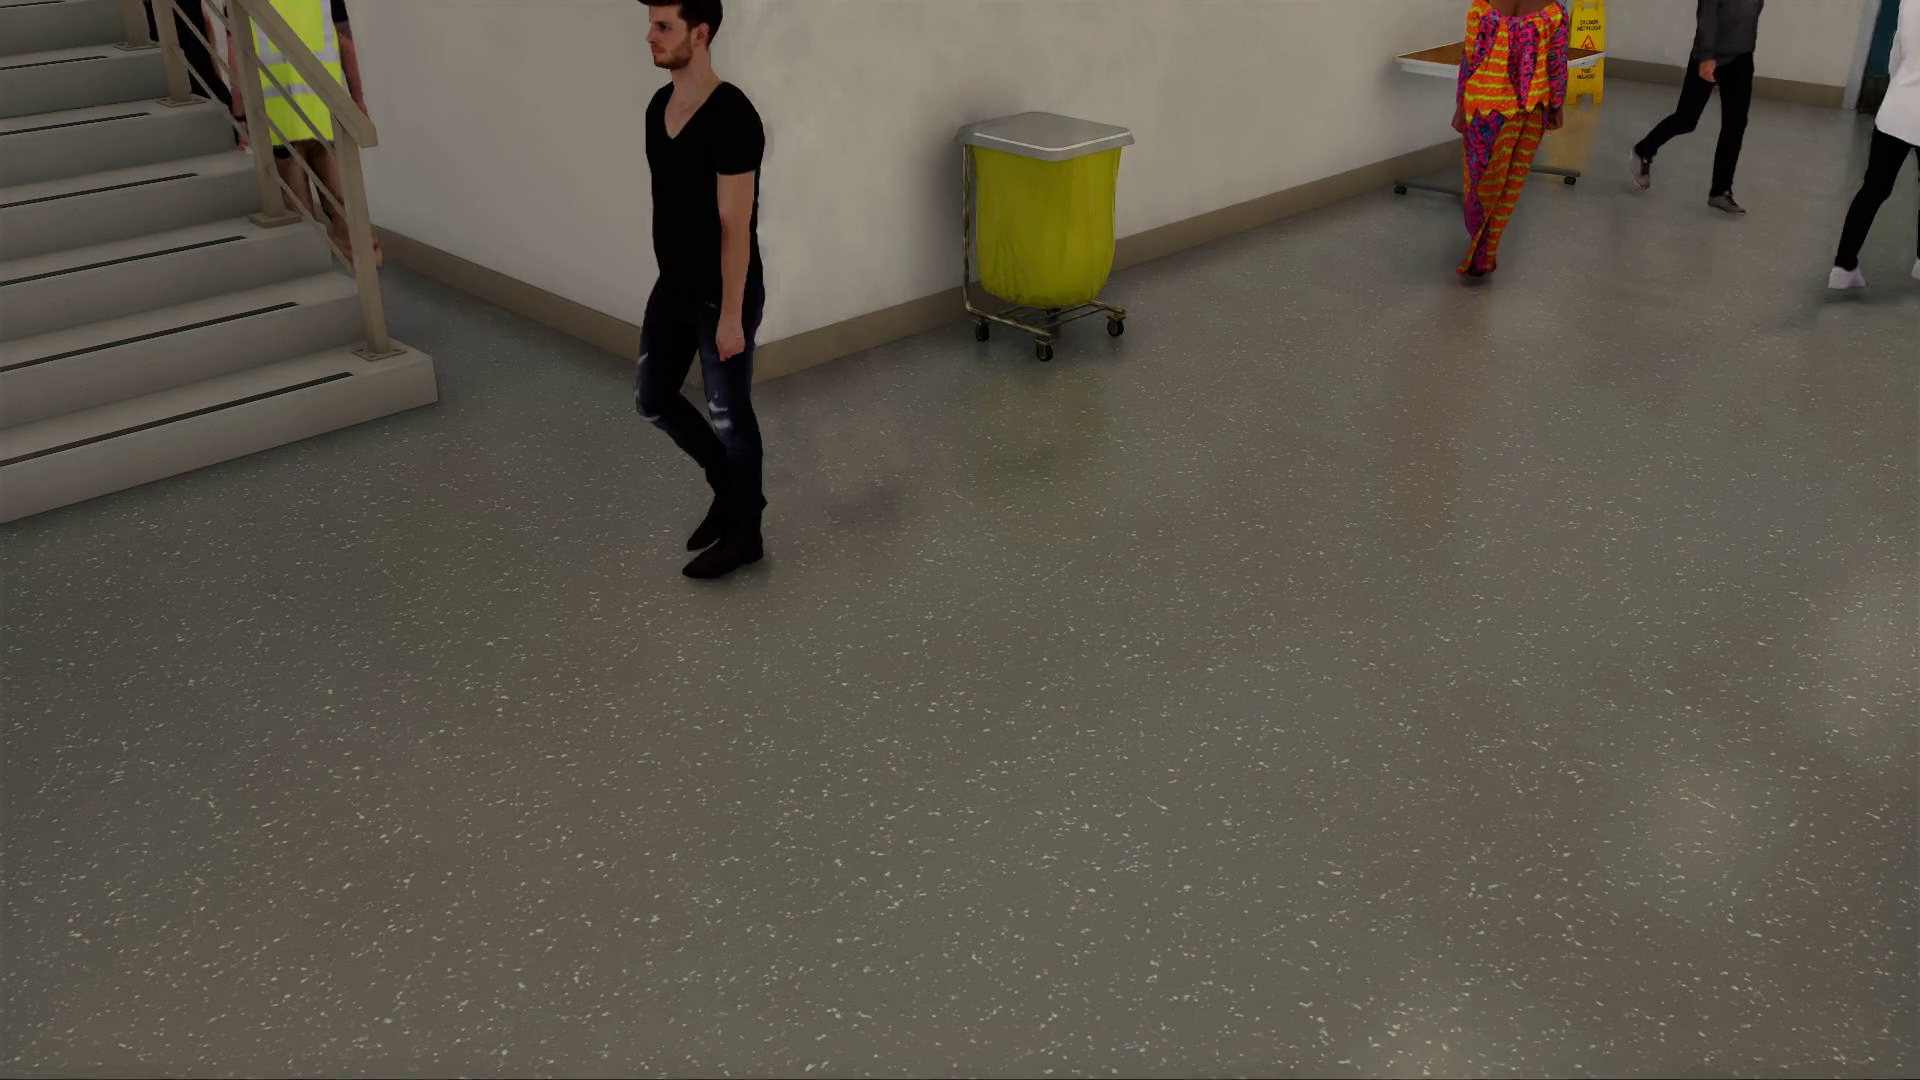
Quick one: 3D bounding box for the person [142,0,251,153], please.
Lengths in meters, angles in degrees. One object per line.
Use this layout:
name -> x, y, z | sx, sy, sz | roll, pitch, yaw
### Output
person -> -3.949, -2.281, 8.314 | 0.924, 1.870, 0.882 | 7, 27, 14

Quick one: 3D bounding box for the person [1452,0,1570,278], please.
person -> 2.690, -2.132, 8.271 | 1.163, 1.640, 0.938 | 14, 29, 26

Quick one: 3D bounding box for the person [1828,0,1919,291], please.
person -> 4.507, -2.020, 7.893 | 0.794, 1.766, 1.105 | -18, 31, -33

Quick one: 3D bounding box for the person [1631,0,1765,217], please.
person -> 4.264, -2.771, 9.488 | 0.923, 1.735, 1.176 | -9, 27, -17

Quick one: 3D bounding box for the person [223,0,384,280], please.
person -> -2.949, -1.875, 7.527 | 0.793, 1.824, 0.909 | -20, 32, -36

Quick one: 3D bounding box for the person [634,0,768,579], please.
person -> -0.717, -0.794, 5.210 | 0.769, 1.888, 0.592 | -21, 33, -37
